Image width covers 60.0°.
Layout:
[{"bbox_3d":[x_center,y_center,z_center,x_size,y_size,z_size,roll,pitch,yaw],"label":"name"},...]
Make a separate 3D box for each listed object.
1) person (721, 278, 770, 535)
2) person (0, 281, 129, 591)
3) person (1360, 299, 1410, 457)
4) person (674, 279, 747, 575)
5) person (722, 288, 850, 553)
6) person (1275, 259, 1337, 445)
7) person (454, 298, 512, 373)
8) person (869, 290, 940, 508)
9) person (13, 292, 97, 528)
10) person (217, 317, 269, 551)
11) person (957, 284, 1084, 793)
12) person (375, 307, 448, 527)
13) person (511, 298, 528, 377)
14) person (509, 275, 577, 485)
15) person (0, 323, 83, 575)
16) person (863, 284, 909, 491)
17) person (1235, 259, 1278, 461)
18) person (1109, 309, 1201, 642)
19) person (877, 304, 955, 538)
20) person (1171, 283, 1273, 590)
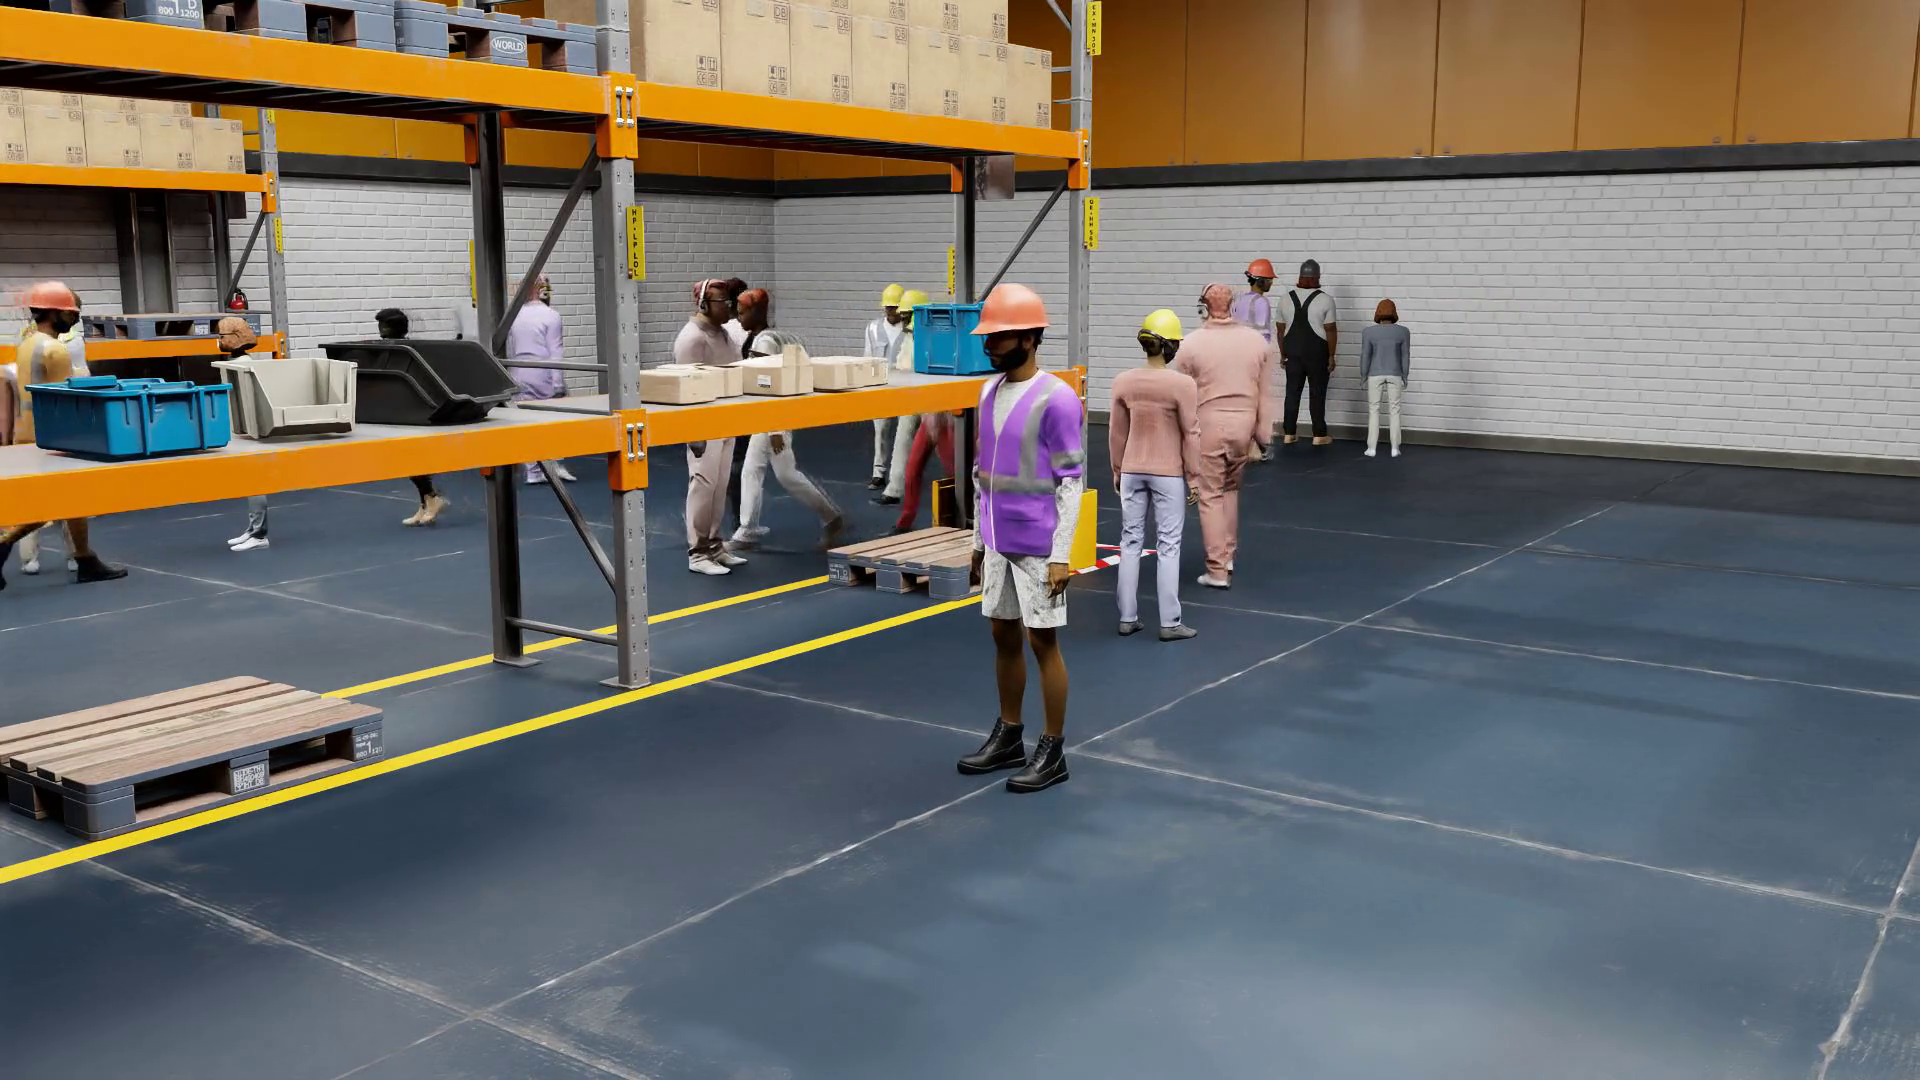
[{"bbox_3d":[-1.661,-0.939,12.041,0.615,1.902,0.604,9,13,44],"label":"person"},{"bbox_3d":[-5.636,-0.626,10.187,0.828,1.907,0.537,-8,13,-41],"label":"person"},{"bbox_3d":[4.395,-1.673,17.216,0.498,1.633,0.285,1,10,8],"label":"person"},{"bbox_3d":[-1.594,-0.736,10.821,0.405,1.906,0.653,2,10,11],"label":"person"},{"bbox_3d":[-1.227,-0.812,11.486,0.899,1.857,0.632,0,10,-3],"label":"person"},{"bbox_3d":[3.866,-2.077,18.407,0.689,2.000,0.539,6,11,33],"label":"person"},{"bbox_3d":[-5.244,-2.003,18.253,0.628,1.945,0.522,4,10,23],"label":"person"},{"bbox_3d":[-0.268,-1.157,13.700,0.928,1.790,0.624,-4,11,-25],"label":"person"},{"bbox_3d":[-6.875,-1.003,12.733,0.647,1.792,0.957,6,11,33],"label":"person"},{"bbox_3d":[-5.042,-0.744,11.682,0.285,1.633,0.497,-4,11,-25],"label":"person"},{"bbox_3d":[0.213,-0.002,6.362,0.375,1.935,0.551,-7,12,-37],"label":"person"},{"bbox_3d":[-4.180,-0.921,12.603,0.385,1.671,0.557,-4,10,-25],"label":"person"},{"bbox_3d":[-4.684,-1.937,18.396,0.533,1.765,0.331,-2,10,-13],"label":"person"},{"bbox_3d":[-3.743,-1.441,15.057,0.684,1.887,0.557,6,11,33],"label":"person"},{"bbox_3d":[-5.904,-0.585,10.754,0.530,1.630,0.326,-5,11,-28],"label":"person"},{"bbox_3d":[-0.567,-1.337,14.659,0.591,1.820,0.404,2,10,11],"label":"person"},{"bbox_3d":[3.011,-1.825,16.899,0.396,2.042,0.611,-3,10,-15],"label":"person"},{"bbox_3d":[1.053,-0.344,8.909,0.533,1.767,0.326,7,12,35],"label":"person"},{"bbox_3d":[-0.116,-0.850,12.089,0.897,1.726,0.527,-2,10,-14],"label":"person"},{"bbox_3d":[1.581,-0.655,10.406,0.673,1.880,0.696,-3,10,-17],"label":"person"}]
